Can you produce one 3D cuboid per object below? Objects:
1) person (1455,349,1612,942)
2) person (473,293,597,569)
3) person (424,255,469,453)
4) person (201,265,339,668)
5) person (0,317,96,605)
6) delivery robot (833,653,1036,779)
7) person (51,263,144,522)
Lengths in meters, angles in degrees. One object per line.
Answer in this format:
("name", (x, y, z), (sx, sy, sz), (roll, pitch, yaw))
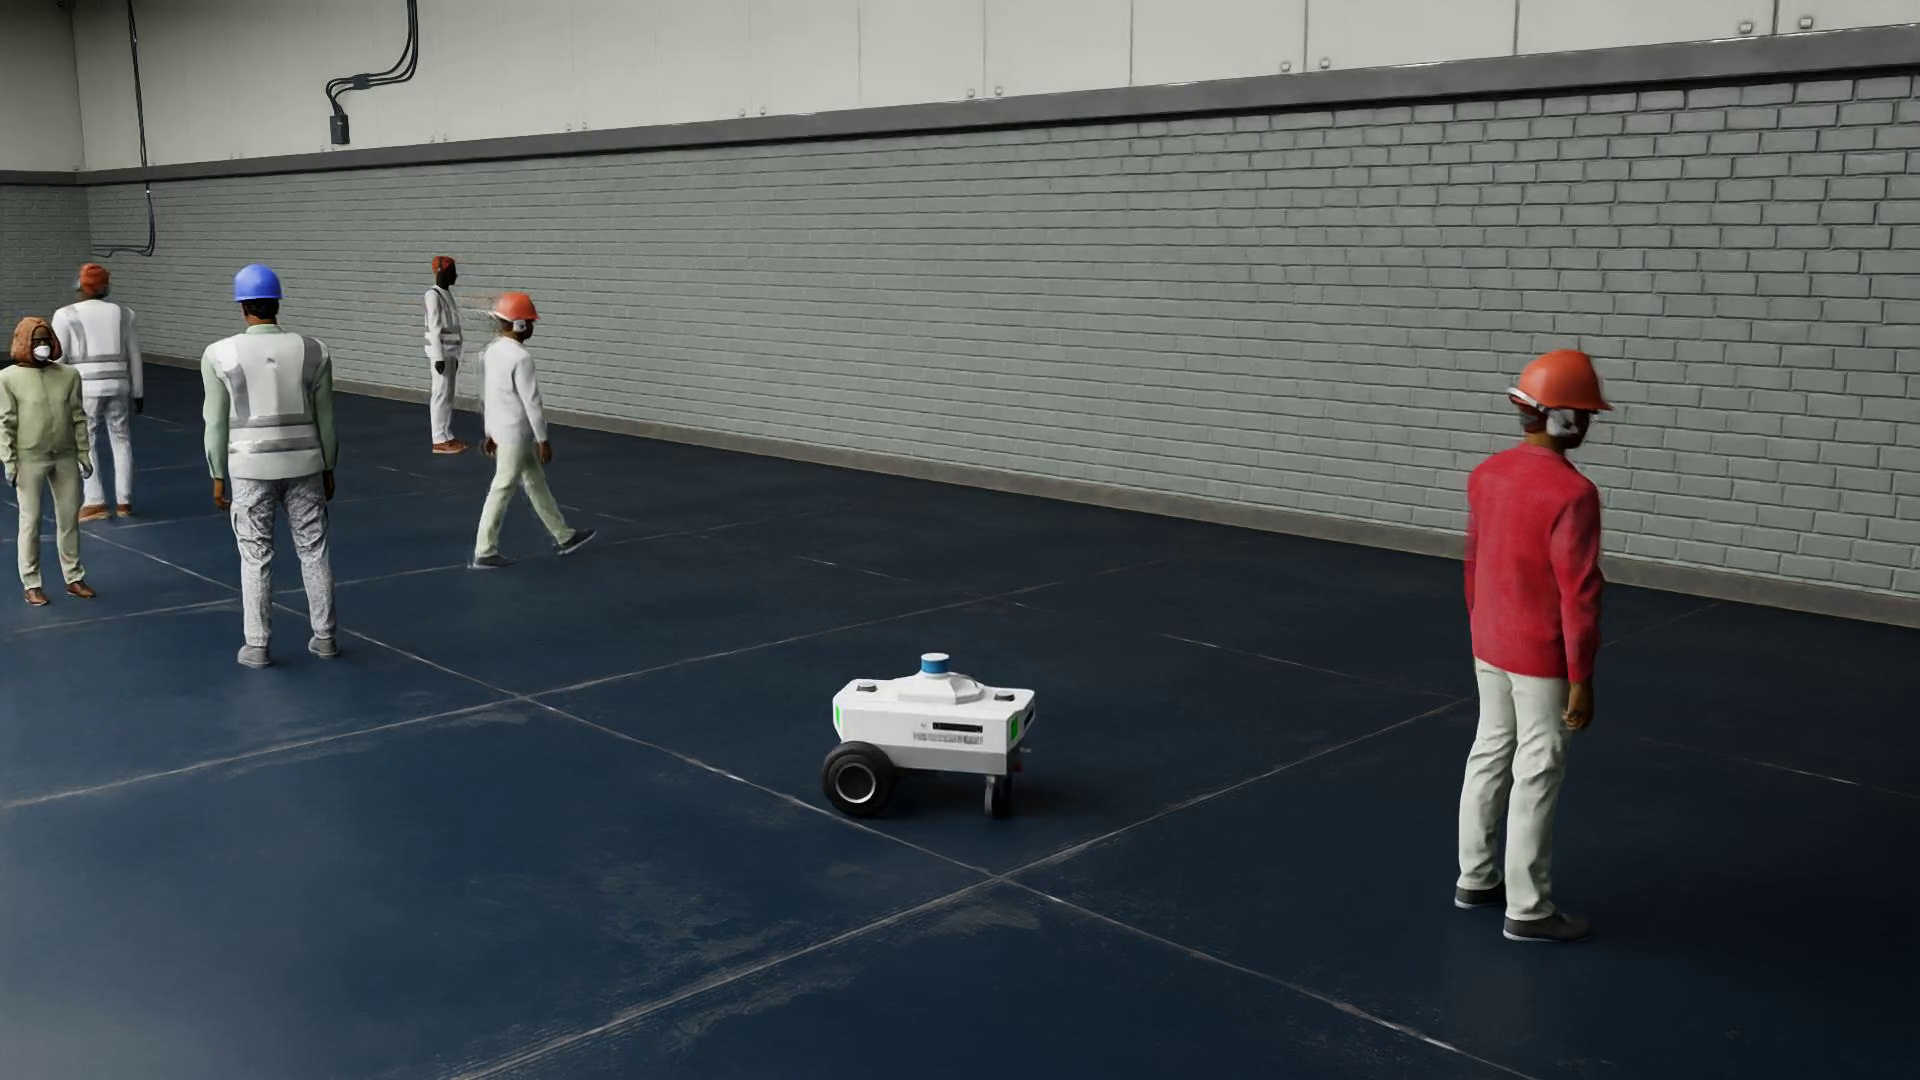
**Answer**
("person", (1.718, 0.309, 4.945), (0.337, 1.748, 0.574), (-3, 11, -15))
("person", (-2.708, -0.691, 10.489), (0.888, 1.707, 0.593), (-6, 12, -31))
("person", (-4.946, -1.777, 15.961), (0.337, 1.883, 0.584), (-1, 10, -3))
("person", (-3.327, -0.354, 8.067), (0.603, 1.938, 0.425), (-7, 12, -33))
("person", (-5.178, -0.447, 9.420), (0.279, 1.624, 0.494), (7, 12, 32))
("delivery robot", (-0.088, 0.657, 6.062), (0.707, 0.478, 0.477), (2, 11, 13))
("person", (-6.315, -1.082, 12.194), (0.373, 1.871, 0.639), (10, 14, 43))
